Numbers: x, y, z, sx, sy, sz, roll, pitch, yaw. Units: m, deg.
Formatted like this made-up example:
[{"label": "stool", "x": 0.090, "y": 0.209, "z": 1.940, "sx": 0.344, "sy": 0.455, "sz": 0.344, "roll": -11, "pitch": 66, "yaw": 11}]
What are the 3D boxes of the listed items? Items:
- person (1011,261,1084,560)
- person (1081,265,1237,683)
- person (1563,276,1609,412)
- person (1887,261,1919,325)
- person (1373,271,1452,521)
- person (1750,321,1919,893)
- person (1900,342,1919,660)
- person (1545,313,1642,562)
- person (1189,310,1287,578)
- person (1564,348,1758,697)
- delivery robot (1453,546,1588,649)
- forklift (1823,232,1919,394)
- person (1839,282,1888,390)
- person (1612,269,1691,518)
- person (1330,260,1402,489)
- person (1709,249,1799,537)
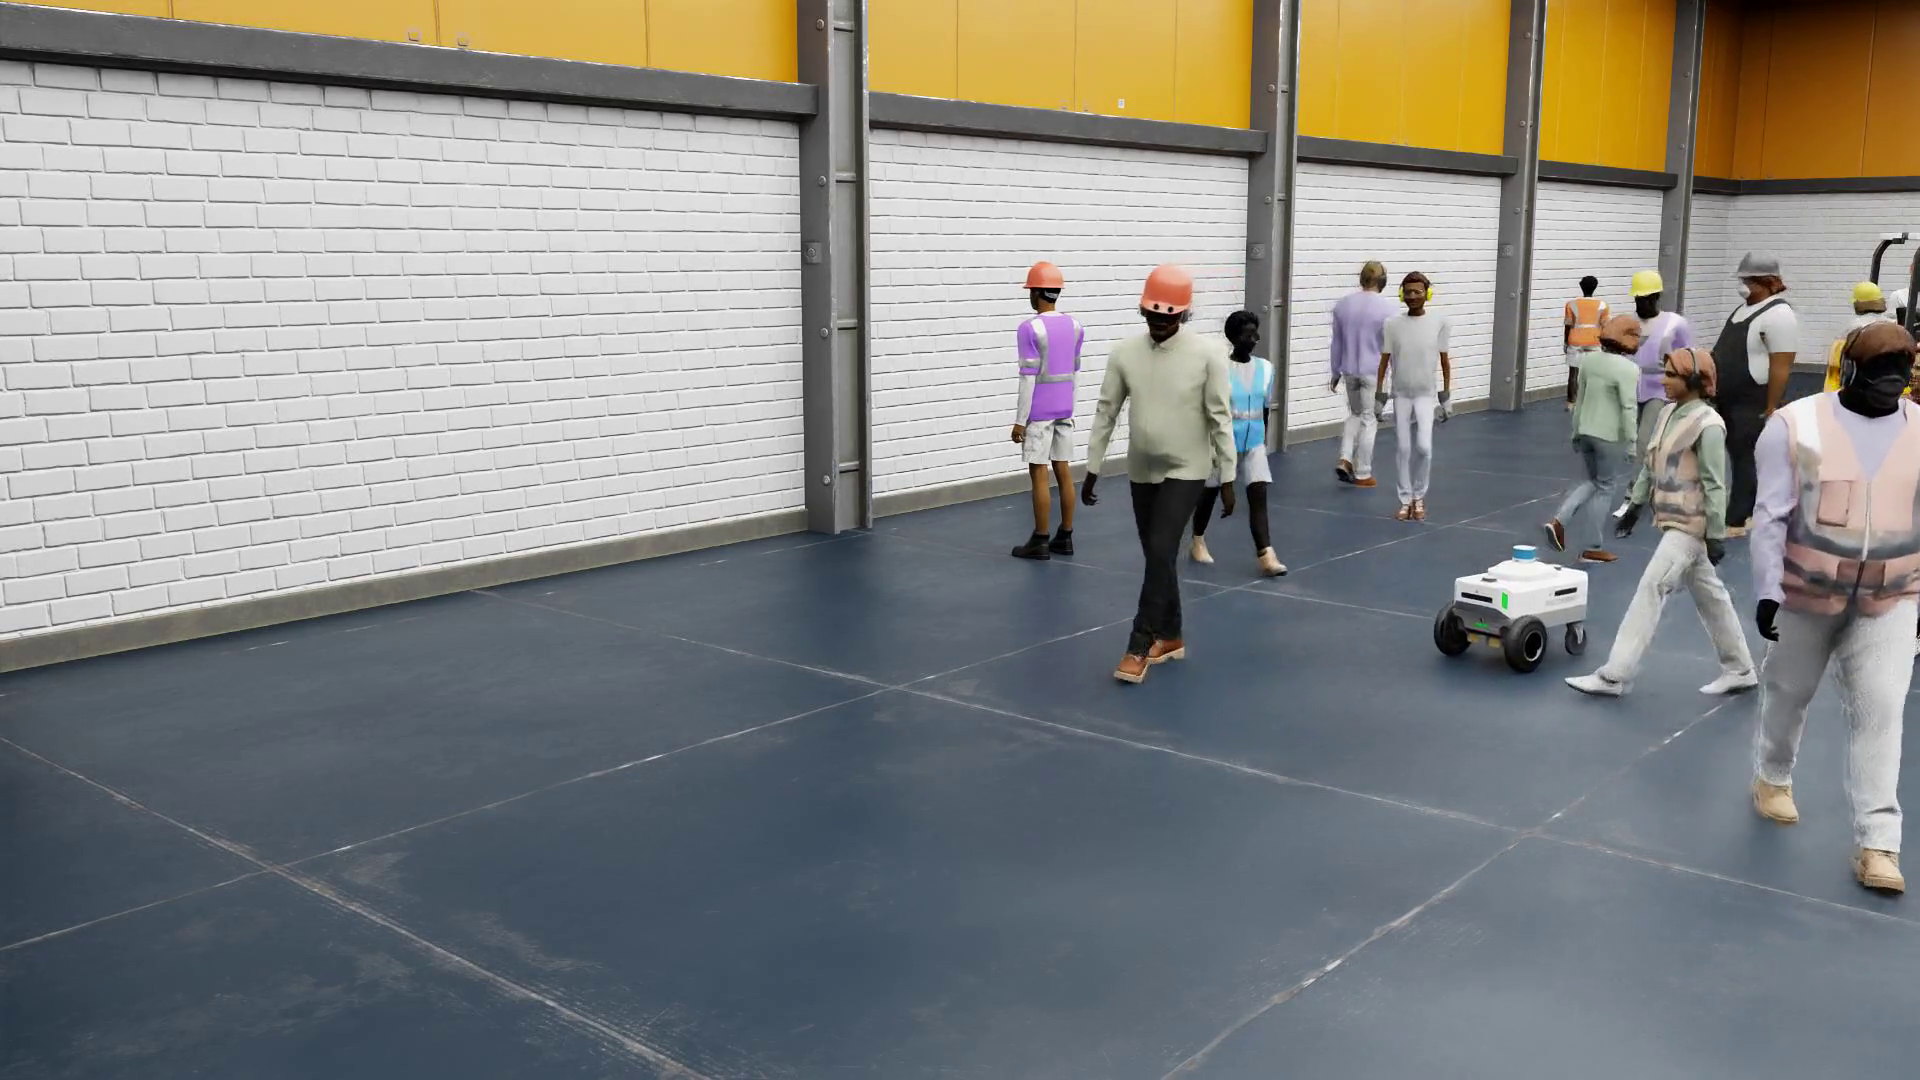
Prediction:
[{"label": "person", "x": 0.550, "y": -0.837, "z": 10.861, "sx": 0.543, "sy": 1.939, "sz": 0.359, "roll": -9, "pitch": 14, "yaw": -42}, {"label": "person", "x": 0.900, "y": -0.310, "z": 7.829, "sx": 0.732, "sy": 1.935, "sz": 0.839, "roll": 7, "pitch": 12, "yaw": 35}, {"label": "person", "x": 7.725, "y": -2.416, "z": 20.559, "sx": 0.536, "sy": 1.693, "sz": 0.319, "roll": 2, "pitch": 10, "yaw": 14}, {"label": "person", "x": 10.117, "y": -2.030, "z": 17.650, "sx": 0.542, "sy": 1.939, "sz": 0.362, "roll": 3, "pitch": 10, "yaw": 18}, {"label": "person", "x": 3.343, "y": -1.048, "z": 12.291, "sx": 0.566, "sy": 1.852, "sz": 0.513, "roll": 4, "pitch": 11, "yaw": 20}, {"label": "person", "x": 2.943, "y": 0.170, "z": 5.543, "sx": 0.620, "sy": 1.800, "sz": 0.958, "roll": 3, "pitch": 10, "yaw": 15}, {"label": "person", "x": 4.495, "y": -0.131, "z": 7.863, "sx": 0.834, "sy": 1.606, "sz": 0.522, "roll": -6, "pitch": 12, "yaw": -31}, {"label": "person", "x": 4.094, "y": -0.643, "z": 10.660, "sx": 0.438, "sy": 1.611, "sz": 0.533, "roll": -3, "pitch": 10, "yaw": -16}, {"label": "person", "x": 1.722, "y": -0.608, "z": 10.384, "sx": 0.547, "sy": 1.643, "sz": 0.912, "roll": -4, "pitch": 11, "yaw": -21}, {"label": "person", "x": 3.227, "y": -0.065, "z": 7.456, "sx": 0.883, "sy": 1.592, "sz": 0.506, "roll": 1, "pitch": 10, "yaw": 7}, {"label": "delivery robot", "x": 2.776, "y": 0.271, "z": 8.221, "sx": 0.707, "sy": 0.478, "sz": 0.477, "roll": -7, "pitch": 12, "yaw": -35}, {"label": "forklift", "x": 9.955, "y": -1.972, "z": 16.595, "sx": 2.313, "sy": 2.155, "sz": 1.214, "roll": 1, "pitch": 10, "yaw": 8}, {"label": "person", "x": 7.950, "y": -1.394, "z": 14.655, "sx": 0.520, "sy": 1.727, "sz": 0.308, "roll": -5, "pitch": 11, "yaw": -24}, {"label": "person", "x": 5.318, "y": -1.132, "z": 12.756, "sx": 0.949, "sy": 1.879, "sz": 0.621, "roll": -9, "pitch": 13, "yaw": -41}, {"label": "person", "x": 3.428, "y": -1.378, "z": 13.970, "sx": 0.437, "sy": 1.926, "sz": 0.655, "roll": -9, "pitch": 13, "yaw": -42}, {"label": "person", "x": 5.552, "y": -1.041, "z": 11.731, "sx": 0.588, "sy": 2.000, "sz": 0.690, "roll": 1, "pitch": 10, "yaw": 4}]
